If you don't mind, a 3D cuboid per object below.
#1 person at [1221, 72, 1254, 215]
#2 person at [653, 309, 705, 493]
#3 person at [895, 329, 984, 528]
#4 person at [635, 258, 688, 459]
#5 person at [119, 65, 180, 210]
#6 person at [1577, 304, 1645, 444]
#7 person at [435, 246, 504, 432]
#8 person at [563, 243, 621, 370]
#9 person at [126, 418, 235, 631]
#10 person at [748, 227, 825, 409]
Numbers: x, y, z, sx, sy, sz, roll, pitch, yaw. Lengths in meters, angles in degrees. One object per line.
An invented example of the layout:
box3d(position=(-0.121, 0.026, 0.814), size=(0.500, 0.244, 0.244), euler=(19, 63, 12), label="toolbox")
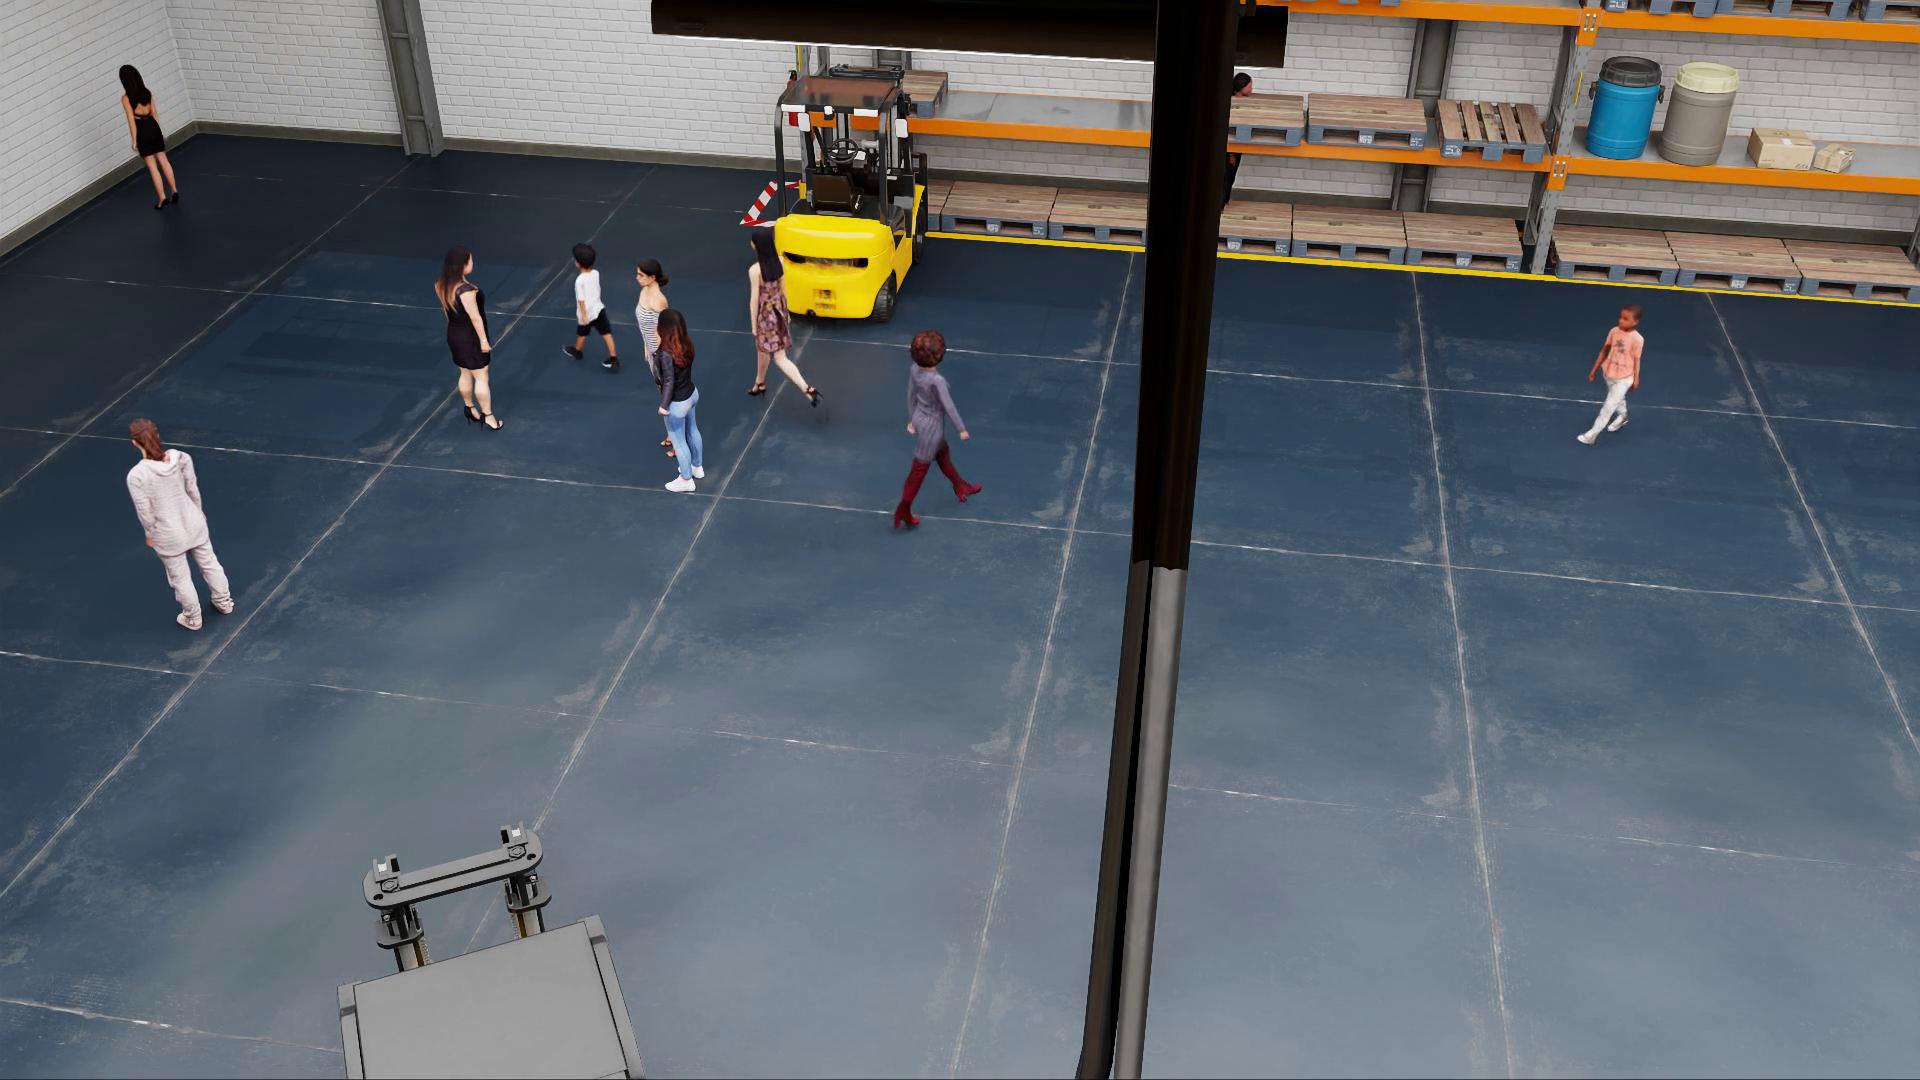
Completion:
box3d(position=(2.990, -4.300, 18.378), size=(0.551, 1.754, 0.582), euler=(10, 35, 15), label="person")
box3d(position=(-2.330, -1.175, 13.783), size=(0.588, 1.634, 0.653), euler=(9, 35, 14), label="person")
box3d(position=(-0.319, -0.830, 13.231), size=(1.134, 1.673, 1.003), euler=(-17, 37, -24), label="person")
box3d(position=(-2.532, -1.557, 14.193), size=(0.707, 1.817, 0.668), euler=(-16, 37, -23), label="person")
box3d(position=(-9.216, -4.576, 18.888), size=(0.599, 1.647, 0.631), euler=(17, 37, 24), label="person")
box3d(position=(5.808, -1.475, 14.549), size=(0.974, 1.287, 0.877), euler=(-18, 38, -25), label="person")
box3d(position=(-4.317, -1.759, 14.593), size=(0.706, 1.711, 0.814), euler=(24, 41, 32), label="person")
box3d(position=(-3.421, -2.160, 15.638), size=(0.945, 1.222, 0.714), euler=(19, 38, 26), label="person")
box3d(position=(-5.713, -0.114, 12.135), size=(0.736, 1.692, 0.724), euler=(26, 41, 33), label="person")
box3d(position=(-1.621, -1.908, 14.792), size=(1.231, 1.740, 0.942), euler=(21, 39, 28), label="person")
